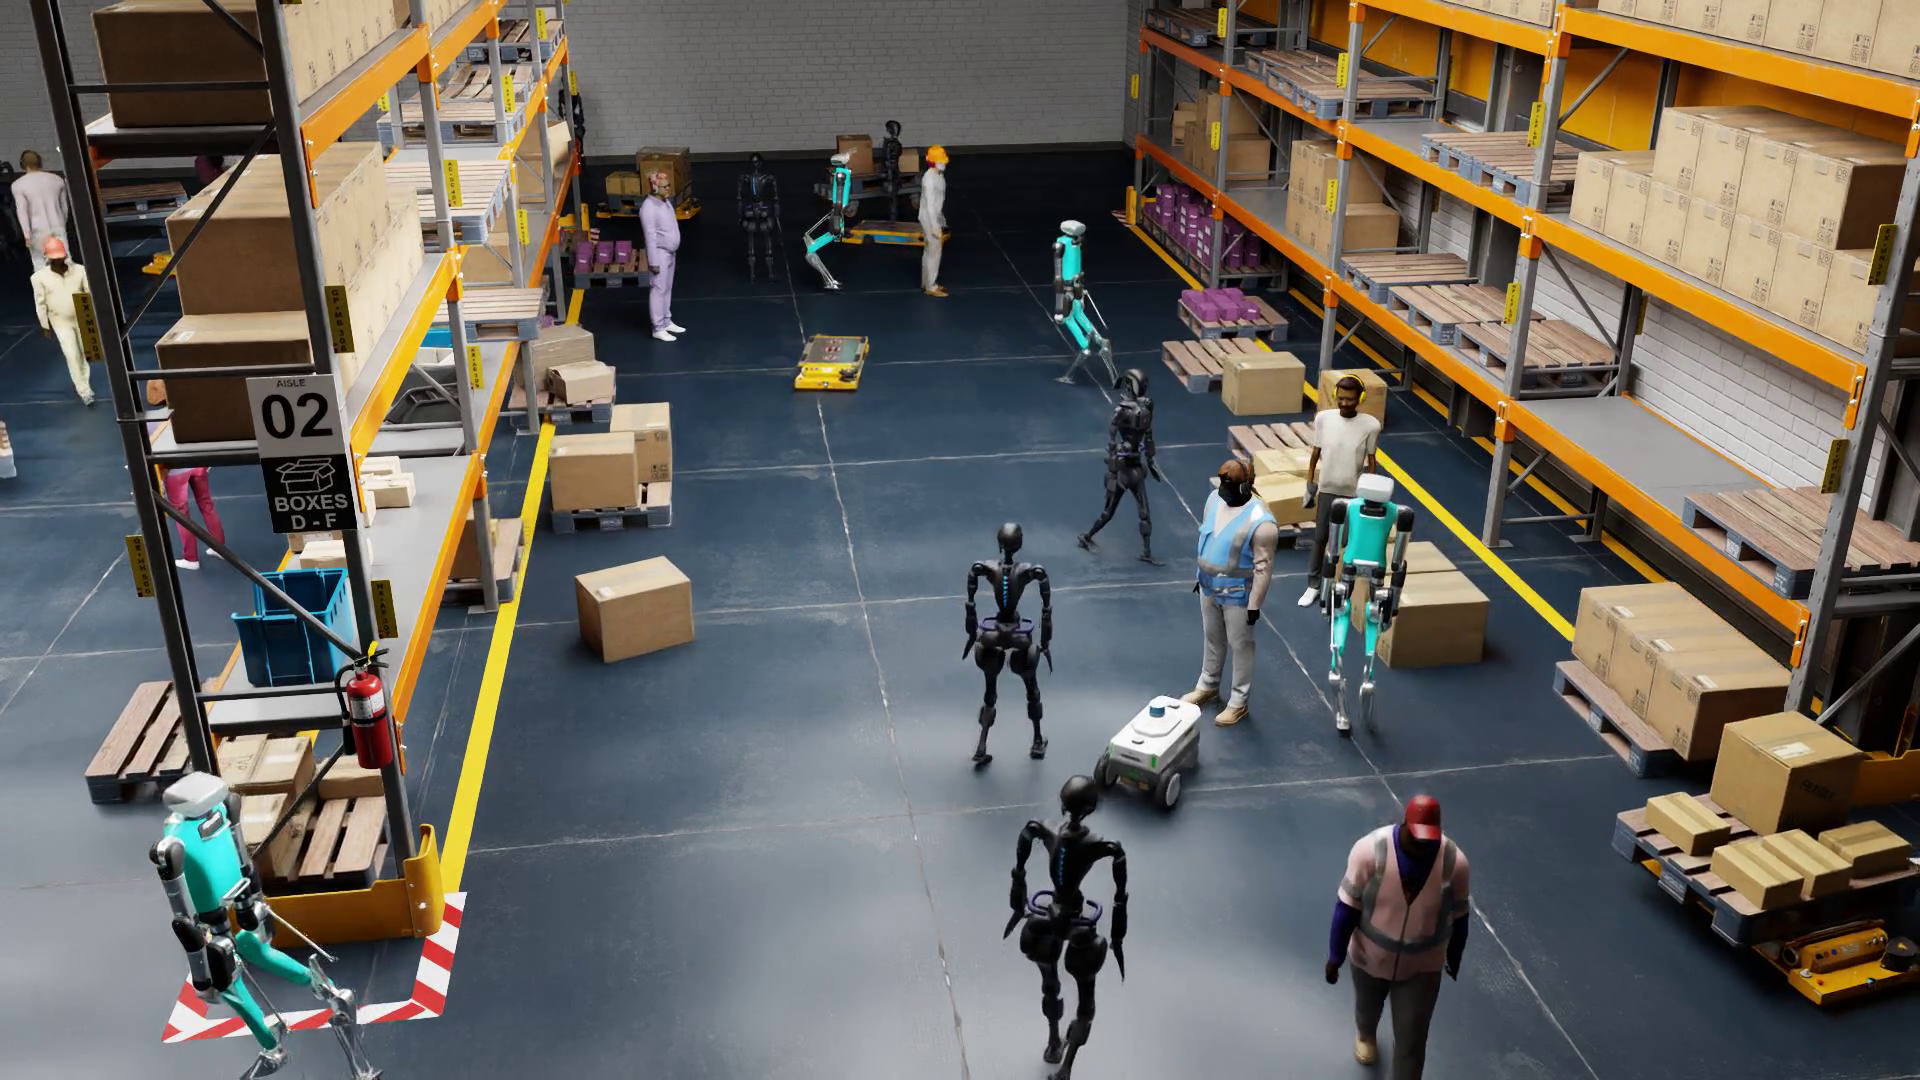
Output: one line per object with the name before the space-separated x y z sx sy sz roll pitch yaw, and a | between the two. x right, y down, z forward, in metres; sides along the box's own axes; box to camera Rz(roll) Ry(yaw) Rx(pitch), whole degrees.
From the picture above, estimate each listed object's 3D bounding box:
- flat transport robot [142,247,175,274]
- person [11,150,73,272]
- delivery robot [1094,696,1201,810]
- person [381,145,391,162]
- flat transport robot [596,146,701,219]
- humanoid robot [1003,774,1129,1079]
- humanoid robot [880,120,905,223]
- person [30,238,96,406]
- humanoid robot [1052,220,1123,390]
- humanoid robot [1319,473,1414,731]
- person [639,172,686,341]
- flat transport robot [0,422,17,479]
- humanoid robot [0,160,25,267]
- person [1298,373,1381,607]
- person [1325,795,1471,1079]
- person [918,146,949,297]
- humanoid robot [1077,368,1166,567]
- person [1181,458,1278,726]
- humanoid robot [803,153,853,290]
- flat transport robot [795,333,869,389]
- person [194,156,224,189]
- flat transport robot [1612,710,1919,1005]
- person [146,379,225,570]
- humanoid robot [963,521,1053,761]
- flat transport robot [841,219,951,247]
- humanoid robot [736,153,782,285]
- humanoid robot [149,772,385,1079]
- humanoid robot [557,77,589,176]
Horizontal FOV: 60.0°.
flat transport robot | -10.298 -3.842 22.431 0.659 0.231 1.431 4 24 10
person | -11.188 -3.796 20.305 0.945 1.891 0.638 19 30 36
delivery robot | 1.211 1.297 10.387 0.499 0.611 0.814 14 27 29
person | -7.182 -4.104 21.089 0.525 1.827 0.727 -5 24 -12
flat transport robot | -4.694 -5.004 25.079 1.431 0.231 0.659 2 24 5
humanoid robot | 0.459 1.848 7.746 0.615 1.639 0.617 9 25 19
humanoid robot | -0.949 -5.109 23.565 0.328 1.653 0.609 4 24 8
person | -9.025 -2.227 16.948 0.582 1.707 0.866 -20 31 -38
humanoid robot | 1.397 -2.392 17.349 0.886 1.813 0.546 15 28 30
humanoid robot | 2.581 0.530 10.732 0.550 1.857 0.719 5 24 12
person | -3.399 -3.253 19.054 0.406 1.905 0.650 4 24 10
flat transport robot | -9.094 -0.509 14.837 0.659 0.231 1.431 -14 27 -28
humanoid robot | -12.788 -4.468 22.099 0.391 1.644 0.606 22 32 40
person | 2.847 -0.351 12.492 0.527 1.867 0.320 9 25 20
person | 2.003 1.865 7.636 0.607 1.714 0.890 7 25 15
person | -0.324 -3.994 20.791 0.407 1.872 0.611 3 24 8
humanoid robot | 1.333 -0.605 13.374 0.790 1.628 0.601 20 31 38
person | 1.768 0.331 10.967 0.429 1.844 0.620 -15 28 -30
humanoid robot | -1.693 -3.970 20.731 0.735 1.677 0.533 1 24 2
flat transport robot | -1.381 -1.946 18.111 0.659 0.231 1.431 1 24 2
person | -9.757 -4.486 21.891 0.922 1.892 0.533 1 24 3
flat transport robot | 4.452 1.988 9.148 0.659 0.231 1.431 -8 25 -17
person | -6.190 -0.548 13.240 0.284 1.624 0.507 13 27 27
humanoid robot | 0.295 0.654 10.468 0.586 1.652 0.466 3 24 7
flat transport robot | -0.904 -4.325 23.531 1.431 0.231 0.659 6 24 13
humanoid robot | -2.586 -4.116 21.285 0.599 1.657 0.315 3 24 8
humanoid robot | -3.072 1.894 7.579 0.984 1.777 0.538 4 24 10
humanoid robot | -6.438 -6.908 27.646 0.599 1.657 0.315 15 28 31
